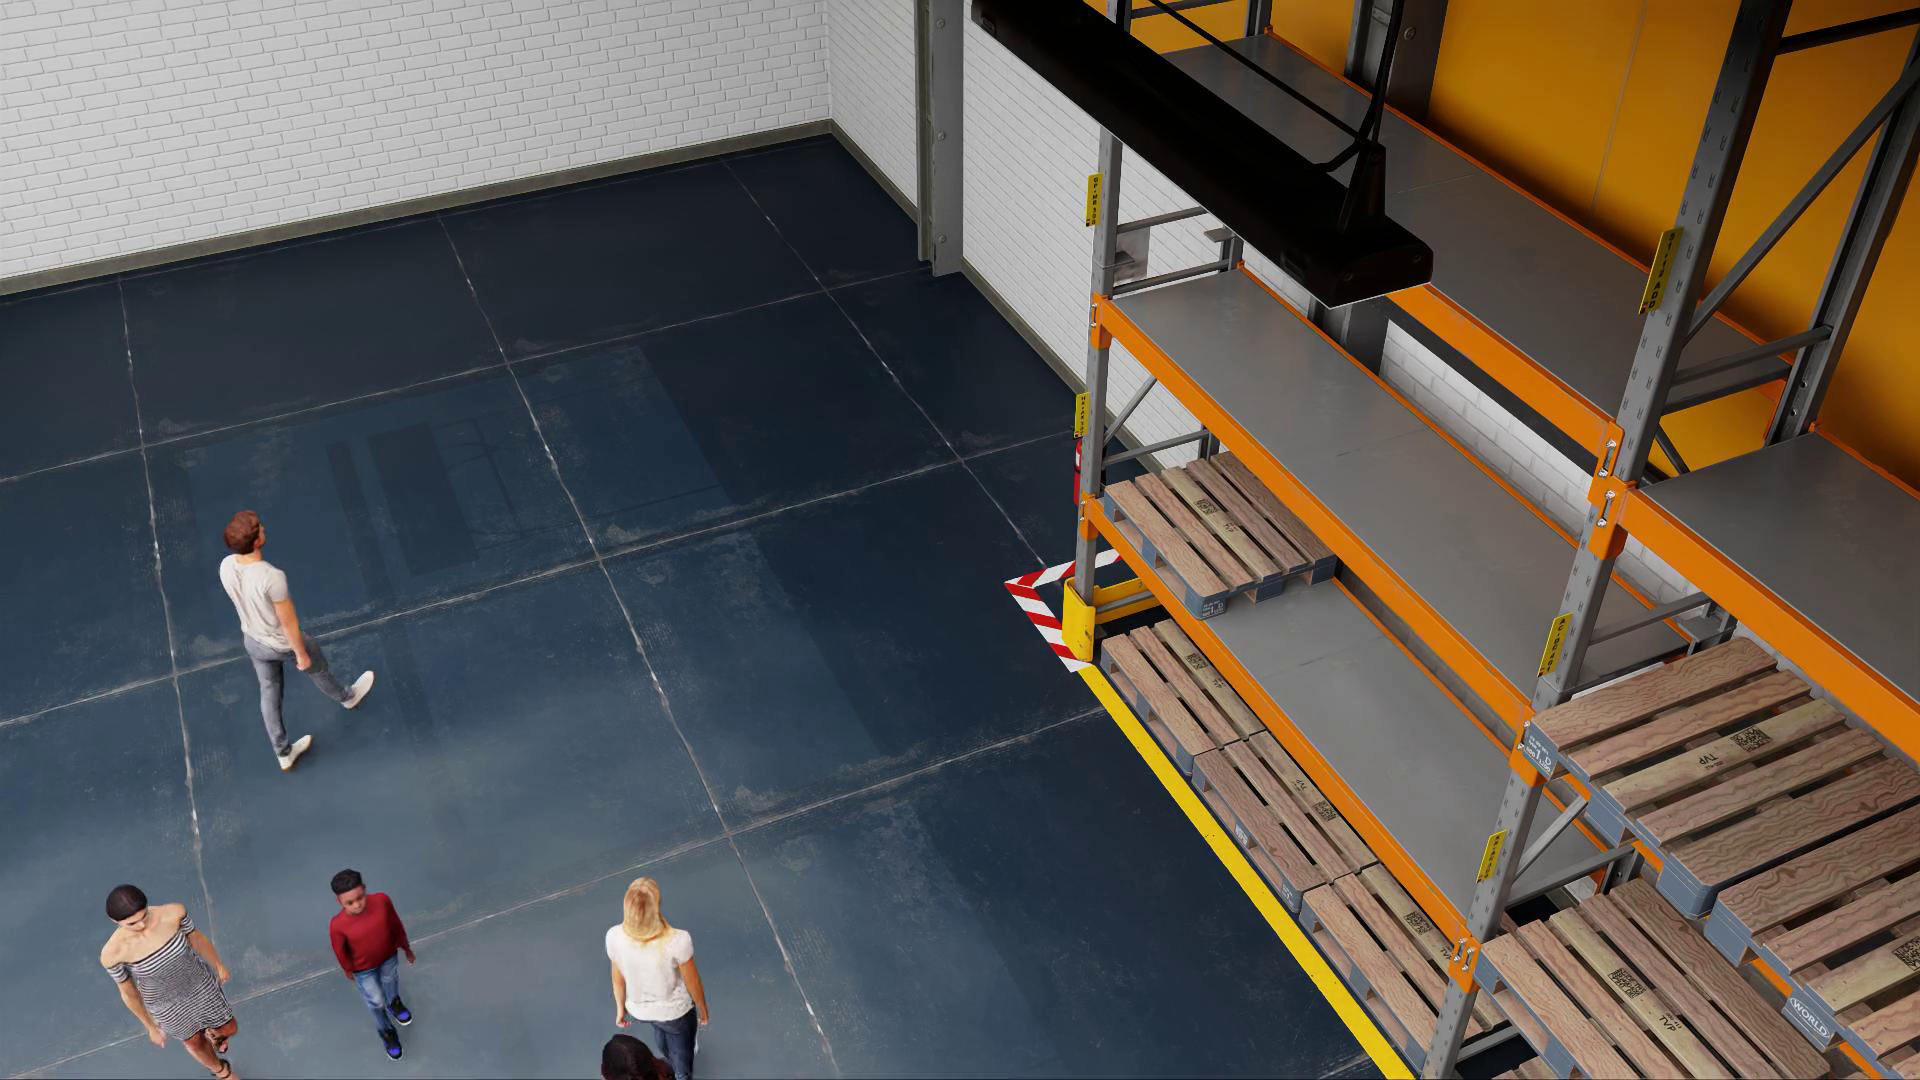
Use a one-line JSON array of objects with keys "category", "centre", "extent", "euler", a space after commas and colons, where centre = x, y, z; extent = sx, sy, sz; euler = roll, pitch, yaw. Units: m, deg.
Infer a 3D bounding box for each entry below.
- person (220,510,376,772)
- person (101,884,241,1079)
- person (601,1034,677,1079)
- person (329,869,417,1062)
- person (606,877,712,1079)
[{"category": "person", "centre": [-4.305, 0.677, 10.323], "extent": [1.119, 1.865, 1.184], "euler": [12, 40, 15]}, {"category": "person", "centre": [-3.990, 2.247, 8.408], "extent": [0.853, 1.801, 0.783], "euler": [27, 46, 30]}, {"category": "person", "centre": [-1.409, 2.887, 7.746], "extent": [0.775, 1.627, 0.759], "euler": [26, 45, 29]}, {"category": "person", "centre": [-3.184, 2.179, 8.939], "extent": [0.687, 1.244, 0.604], "euler": [31, 48, 33]}, {"category": "person", "centre": [-1.494, 2.410, 8.226], "extent": [1.048, 1.774, 1.212], "euler": [7, 39, 8]}]
